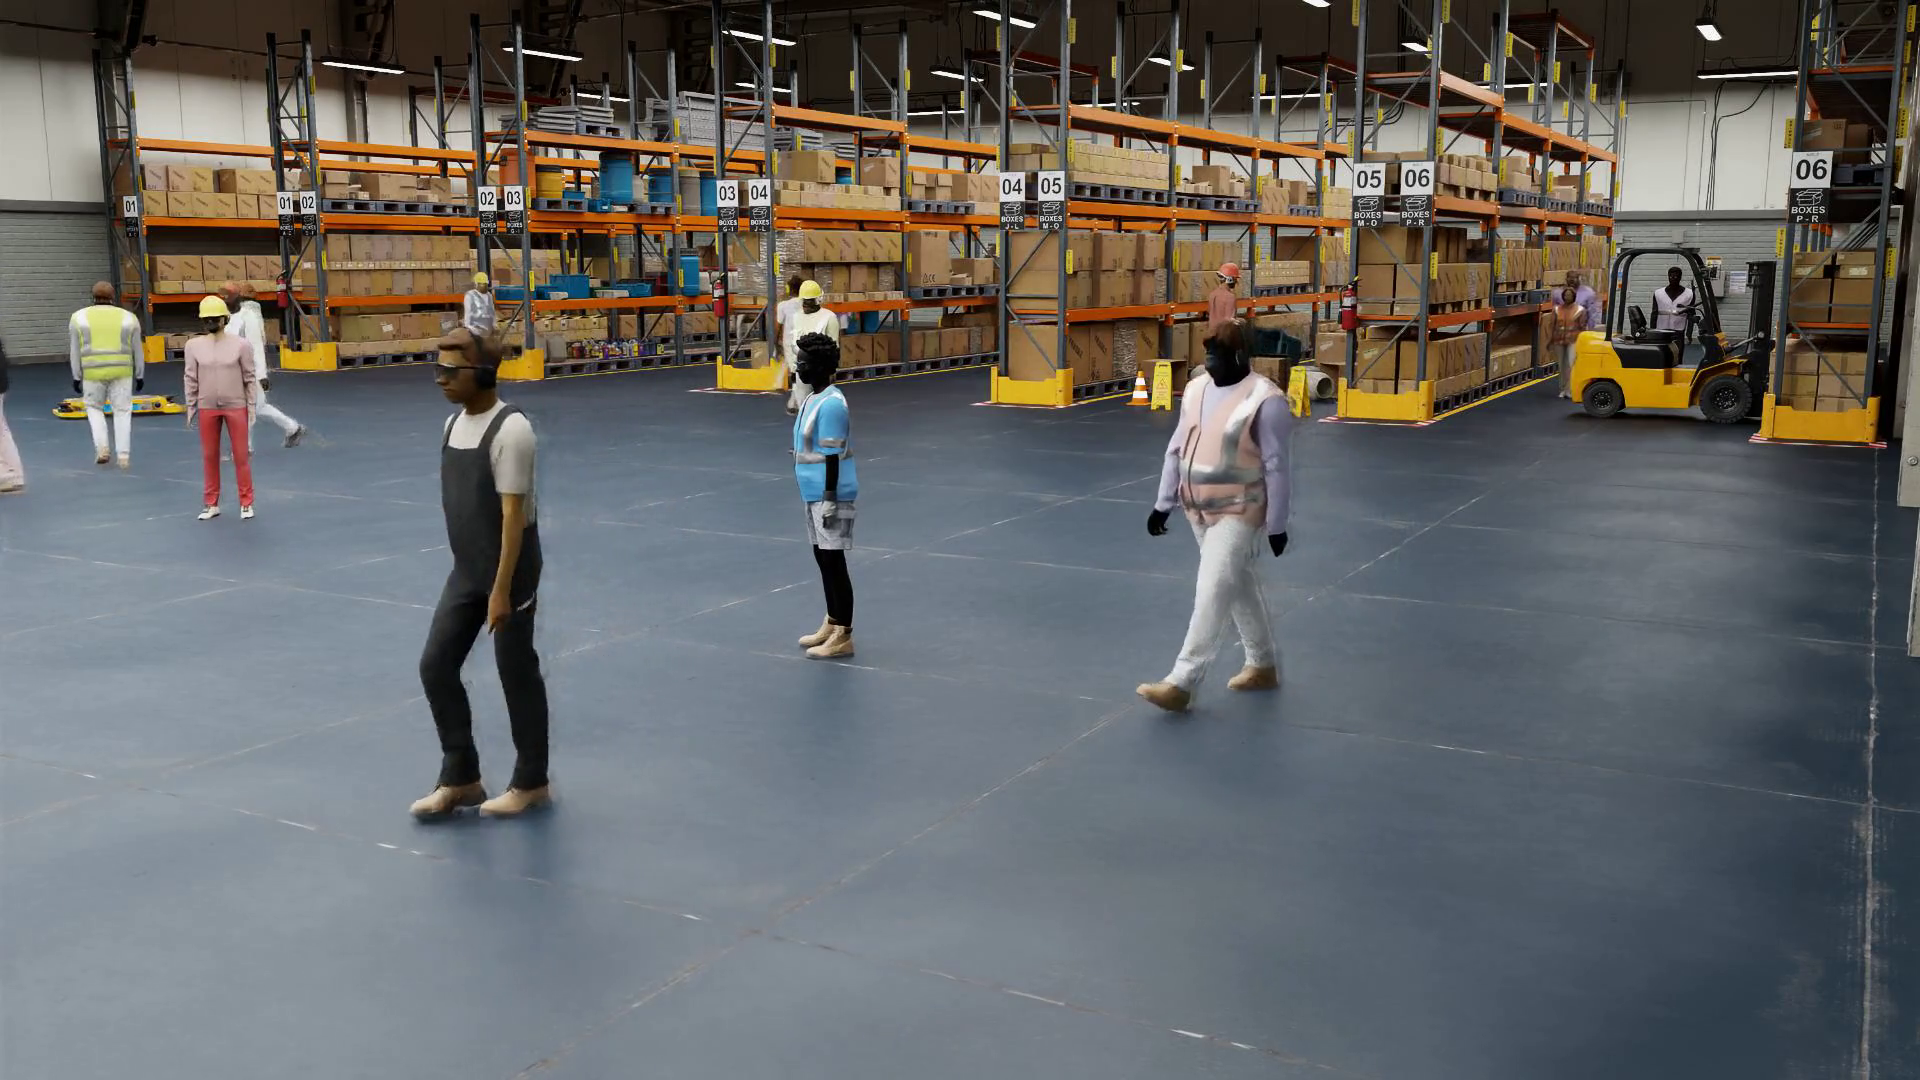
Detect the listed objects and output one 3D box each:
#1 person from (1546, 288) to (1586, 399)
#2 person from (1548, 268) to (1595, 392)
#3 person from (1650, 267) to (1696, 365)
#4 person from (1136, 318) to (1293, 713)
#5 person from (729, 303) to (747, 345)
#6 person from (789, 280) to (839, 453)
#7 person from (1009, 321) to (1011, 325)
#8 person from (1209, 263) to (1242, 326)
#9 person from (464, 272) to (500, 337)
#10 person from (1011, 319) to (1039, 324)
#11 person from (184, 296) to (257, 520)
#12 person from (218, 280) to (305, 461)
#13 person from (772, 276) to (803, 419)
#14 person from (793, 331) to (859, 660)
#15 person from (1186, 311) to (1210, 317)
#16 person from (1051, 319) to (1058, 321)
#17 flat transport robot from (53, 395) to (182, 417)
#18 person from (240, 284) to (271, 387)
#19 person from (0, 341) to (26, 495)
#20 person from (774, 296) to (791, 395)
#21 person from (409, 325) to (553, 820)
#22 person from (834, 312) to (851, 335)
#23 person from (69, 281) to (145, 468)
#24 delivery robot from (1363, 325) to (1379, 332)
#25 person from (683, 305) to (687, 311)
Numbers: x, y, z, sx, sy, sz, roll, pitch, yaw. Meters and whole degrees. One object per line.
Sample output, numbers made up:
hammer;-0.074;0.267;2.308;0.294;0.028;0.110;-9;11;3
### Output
person;8.773;-2.840;24.116;0.511;1.604;0.833;6;12;33
person;9.342;-3.208;25.443;0.676;1.892;0.429;5;11;28
person;10.496;-3.063;24.530;0.594;1.917;0.373;5;11;29
person;1.189;-0.123;7.708;0.972;1.793;0.629;-5;11;-29
person;-5.059;-5.192;37.868;0.508;1.615;0.540;3;10;14
person;-1.545;-1.792;17.371;0.586;1.822;0.403;6;11;32
person;1.047;-4.004;30.610;0.532;1.724;0.899;5;11;28
person;3.384;-2.537;21.259;0.401;1.986;0.609;-3;10;-19
person;-7.938;-3.535;27.594;0.424;1.809;0.594;4;11;24
person;1.132;-3.731;28.440;0.614;1.912;0.536;9;13;42
person;-5.814;-1.034;13.100;0.533;1.767;0.326;-2;10;-12
person;-7.199;-1.740;17.049;0.588;1.847;0.815;6;11;32
person;-2.130;-2.468;21.341;0.545;1.818;0.968;-5;11;-26
person;-0.703;-0.231;8.623;0.321;1.689;0.530;-3;10;-18
person;5.178;-4.880;36.073;0.549;1.597;0.814;0;10;1
person;1.776;-3.507;27.155;0.570;1.905;0.875;6;11;31
flat transport robot;-10.972;-1.748;21.650;1.431;0.197;0.652;-7;12;-34
person;-11.201;-3.222;26.296;0.499;1.633;0.286;3;10;19
person;-8.418;-1.330;14.292;0.550;1.961;0.627;-5;11;-26
person;-2.420;-2.974;24.998;0.898;1.573;0.532;-4;10;-21
person;-1.767;0.150;6.012;0.510;1.827;0.636;7;12;37
person;-2.391;-4.505;32.971;0.560;1.916;0.521;3;10;16
person;-8.377;-1.621;16.372;0.656;1.821;0.570;-6;11;-30
delivery robot;9.376;-4.629;37.409;0.707;0.478;0.477;-2;10;-9
person;-7.103;-5.996;41.765;0.619;1.947;0.877;5;11;27
